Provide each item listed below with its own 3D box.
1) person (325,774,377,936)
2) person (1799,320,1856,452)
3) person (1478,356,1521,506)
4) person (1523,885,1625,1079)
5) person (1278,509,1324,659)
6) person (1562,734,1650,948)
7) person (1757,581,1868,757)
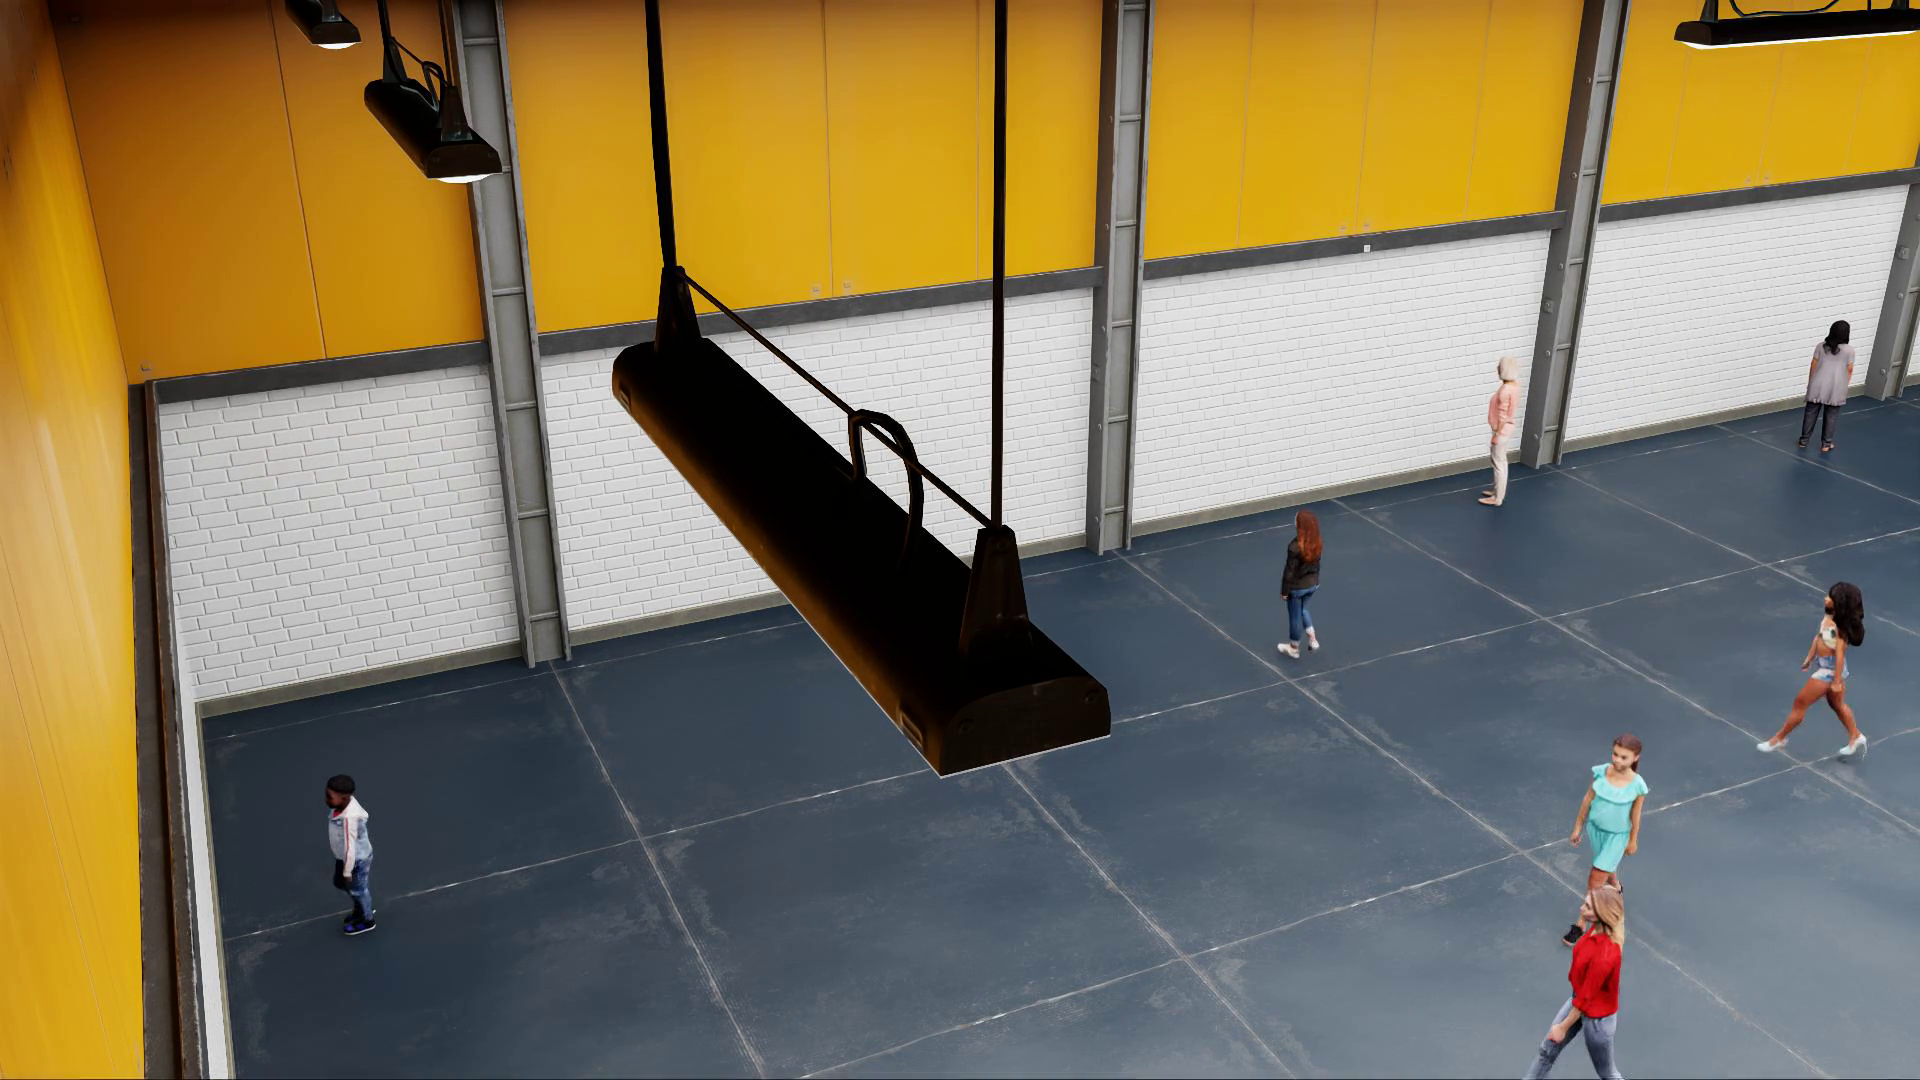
[{"bbox_3d":[-4.157,2.149,11.511,0.505,1.256,0.506,-12,26,-25],"label":"person"},{"bbox_3d":[10.607,-1.902,20.335,0.756,1.610,0.800,15,28,31],"label":"person"},{"bbox_3d":[6.087,-1.239,18.675,0.742,1.724,0.651,12,26,26],"label":"person"},{"bbox_3d":[3.697,2.771,9.591,1.186,1.653,1.023,4,24,10],"label":"person"},{"bbox_3d":[3.167,0.425,15.178,0.634,1.478,0.704,-16,28,-32],"label":"person"},{"bbox_3d":[4.516,2.005,11.507,1.126,1.522,0.753,-19,30,-37],"label":"person"},{"bbox_3d":[7.134,1.104,13.496,1.103,1.581,1.000,7,24,15],"label":"person"}]
